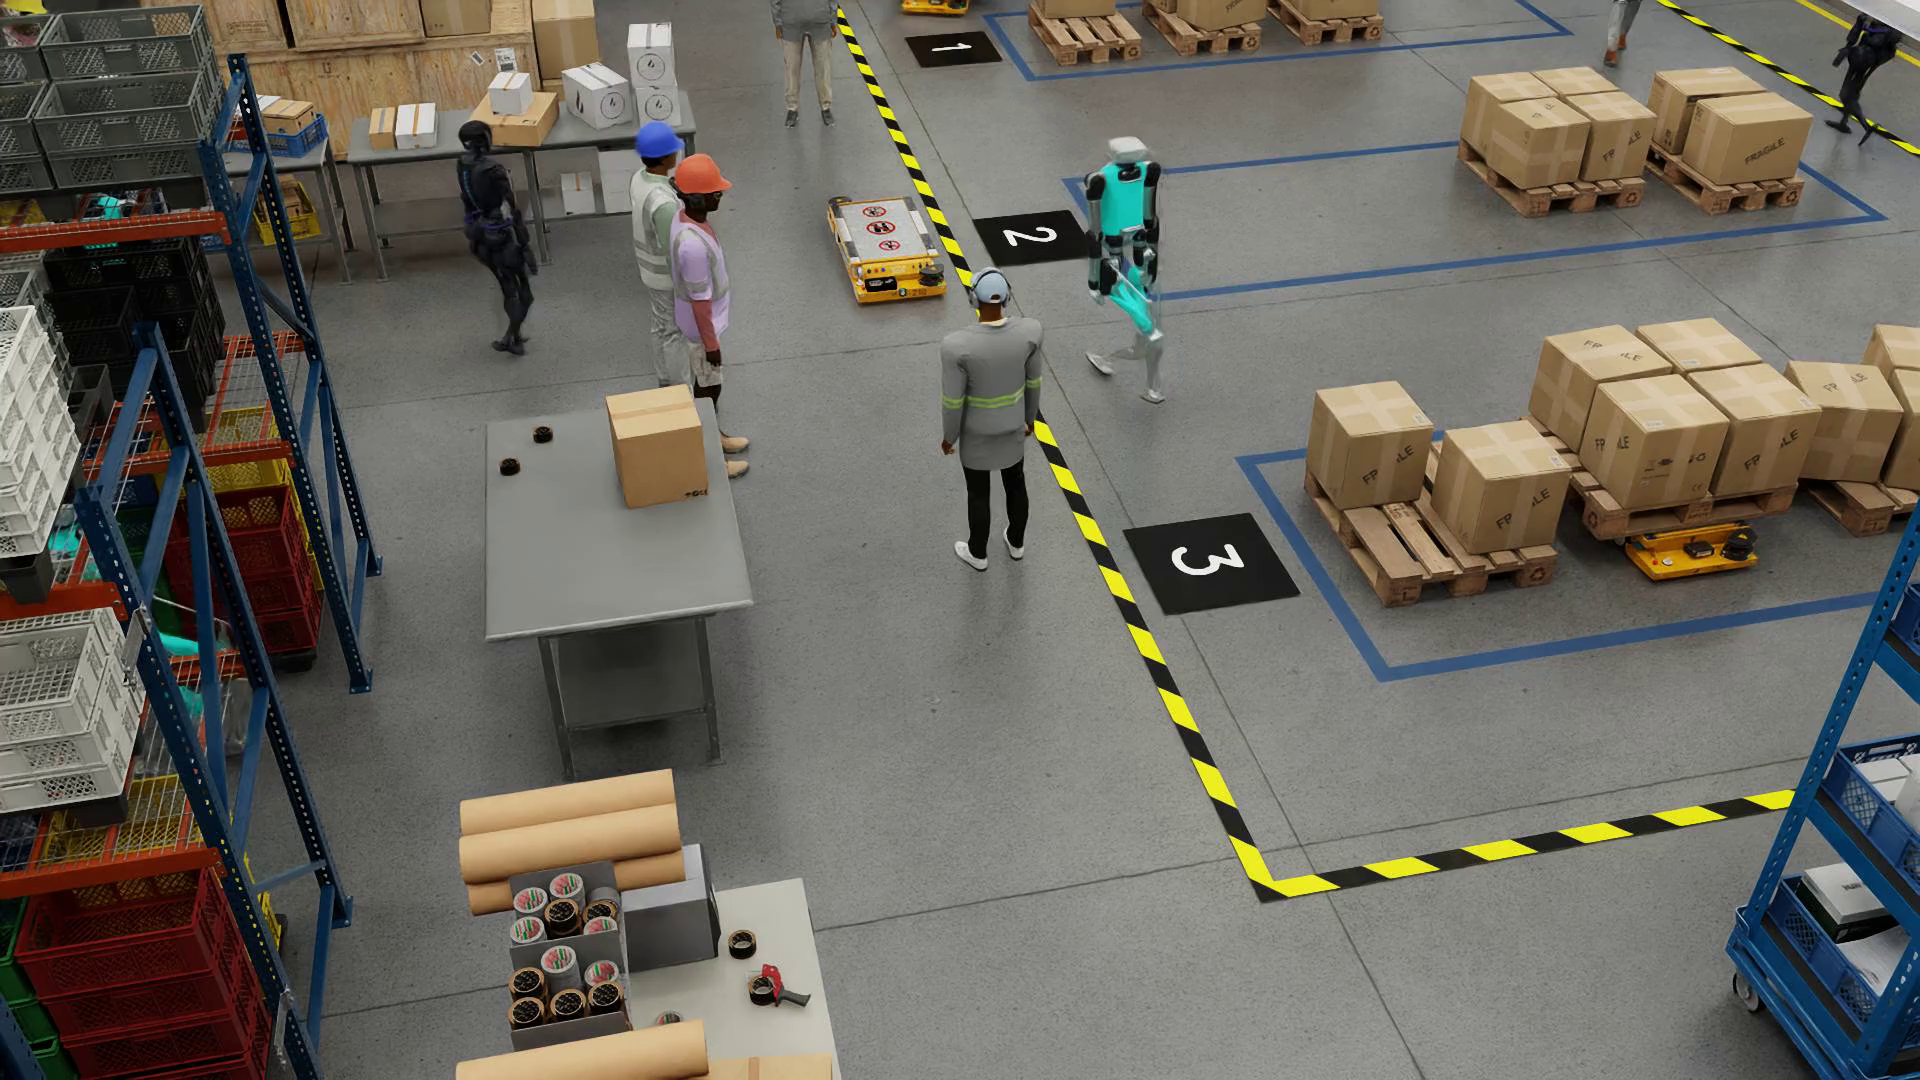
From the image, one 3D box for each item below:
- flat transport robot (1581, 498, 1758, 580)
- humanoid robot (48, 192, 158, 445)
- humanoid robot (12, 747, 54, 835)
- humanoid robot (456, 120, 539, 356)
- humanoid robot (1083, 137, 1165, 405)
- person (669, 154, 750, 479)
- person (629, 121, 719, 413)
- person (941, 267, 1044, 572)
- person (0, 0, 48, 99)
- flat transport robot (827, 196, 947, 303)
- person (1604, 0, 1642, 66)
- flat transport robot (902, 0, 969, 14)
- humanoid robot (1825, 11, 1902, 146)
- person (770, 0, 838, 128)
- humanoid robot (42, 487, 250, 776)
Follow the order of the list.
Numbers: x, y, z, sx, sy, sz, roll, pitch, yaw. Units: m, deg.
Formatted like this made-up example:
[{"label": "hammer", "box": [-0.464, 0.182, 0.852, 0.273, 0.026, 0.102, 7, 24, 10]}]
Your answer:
[{"label": "flat transport robot", "box": [4.062, -0.294, 9.926, 0.652, 0.197, 1.431, -8, 37, -10]}, {"label": "humanoid robot", "box": [-5.083, -1.314, 10.006, 0.533, 1.692, 0.740, -5, 37, -6]}, {"label": "humanoid robot", "box": [-4.445, 0.601, 7.524, 0.750, 1.792, 0.531, 13, 39, 17]}, {"label": "humanoid robot", "box": [-3.097, -1.983, 11.062, 0.599, 1.650, 0.441, 24, 43, 29]}, {"label": "humanoid robot", "box": [1.157, -1.602, 10.536, 0.532, 1.756, 1.067, -19, 41, -24]}, {"label": "person", "box": [-1.481, -1.309, 9.841, 0.399, 2.037, 0.605, -5, 37, -7]}, {"label": "person", "box": [-1.815, -1.680, 10.405, 0.392, 1.945, 0.615, -16, 40, -21]}, {"label": "person", "box": [0.161, -0.656, 9.109, 0.588, 1.853, 0.394, -13, 39, -17]}, {"label": "person", "box": [-7.029, -3.352, 12.778, 0.520, 1.802, 0.610, 14, 39, 18]}, {"label": "flat transport robot", "box": [-0.570, -2.220, 12.538, 0.659, 0.231, 1.431, -8, 37, -10]}, {"label": "person", "box": [6.361, -5.437, 15.536, 0.603, 1.851, 0.803, 8, 37, 11]}, {"label": "flat transport robot", "box": [-0.185, -5.830, 17.366, 0.652, 0.197, 1.431, 4, 37, 5]}, {"label": "humanoid robot", "box": [7.744, -4.166, 13.982, 0.610, 1.631, 0.594, -14, 39, -18]}, {"label": "person", "box": [-1.323, -4.421, 14.238, 0.574, 1.768, 0.399, -4, 37, -6]}, {"label": "humanoid robot", "box": [-3.673, 0.446, 7.723, 0.854, 1.744, 0.563, -9, 38, -12]}]
